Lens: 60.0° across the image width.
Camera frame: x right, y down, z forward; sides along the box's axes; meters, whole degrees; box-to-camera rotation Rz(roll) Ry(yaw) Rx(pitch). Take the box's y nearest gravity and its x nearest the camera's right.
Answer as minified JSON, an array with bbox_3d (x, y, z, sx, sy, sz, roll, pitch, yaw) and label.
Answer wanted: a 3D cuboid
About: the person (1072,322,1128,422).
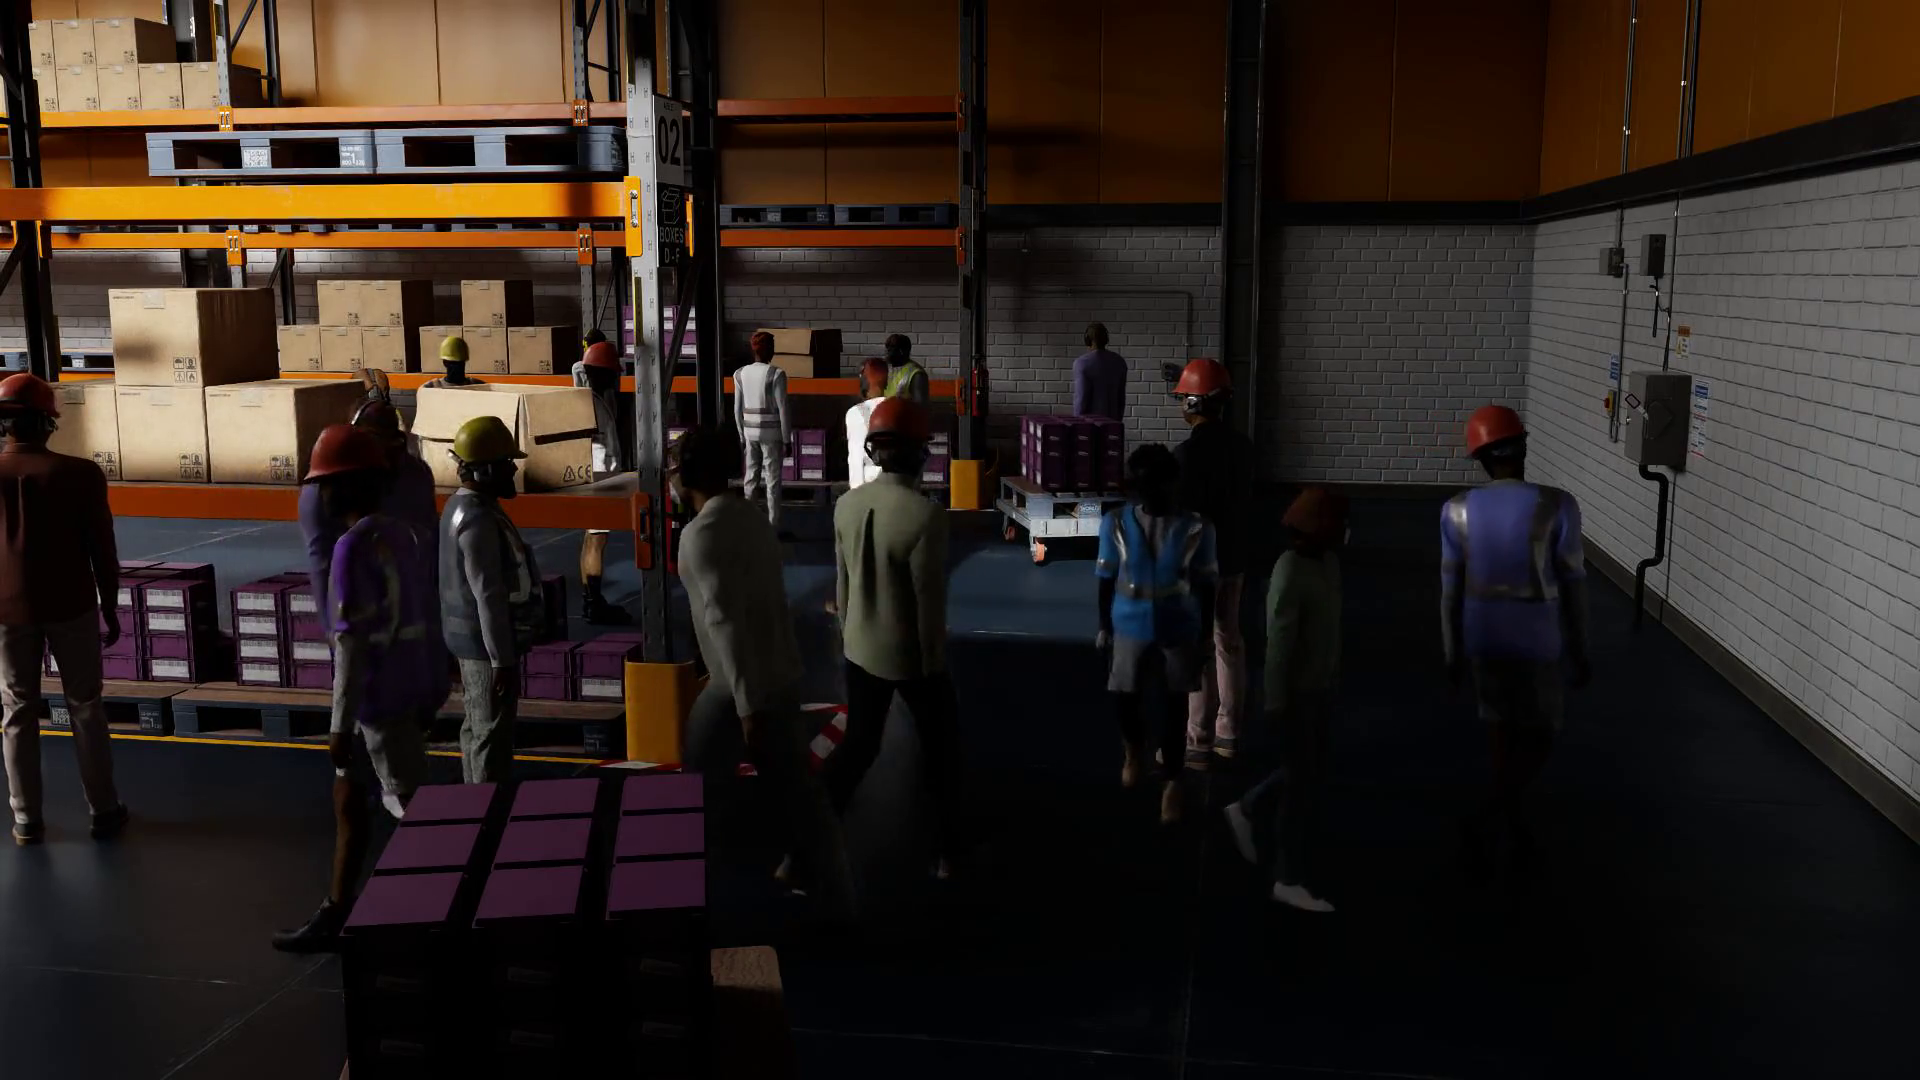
[{"bbox_3d":[1.314,-1.104,15.859,0.630,1.935,0.369,-7,11,-35],"label":"person"}]

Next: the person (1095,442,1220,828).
[{"bbox_3d":[0.865,0.397,7.308,0.547,1.679,0.430,2,9,12],"label":"person"}]

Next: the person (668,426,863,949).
[{"bbox_3d":[-0.811,0.538,5.908,1.014,1.859,0.658,3,10,16],"label":"person"}]

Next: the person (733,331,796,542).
[{"bbox_3d":[-1.742,-0.913,14.843,0.575,1.882,0.355,5,10,28],"label":"person"}]

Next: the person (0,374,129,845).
[{"bbox_3d":[-3.880,0.294,7.037,0.610,1.984,0.400,-3,10,-20],"label":"person"}]

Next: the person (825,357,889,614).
[{"bbox_3d":[-0.538,-0.333,11.396,0.593,1.841,0.989,-9,12,-43],"label":"person"}]

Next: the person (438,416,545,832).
[{"bbox_3d":[-1.899,0.410,6.781,0.404,1.833,0.589,-4,10,-24],"label":"person"}]

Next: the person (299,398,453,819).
[{"bbox_3d":[-2.528,0.310,7.290,0.502,1.873,0.700,8,12,39],"label":"person"}]

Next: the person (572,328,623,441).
[{"bbox_3d":[-3.564,-1.140,16.338,0.503,1.861,0.328,-6,11,-31],"label":"person"}]

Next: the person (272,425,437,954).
[{"bbox_3d":[-1.941,0.539,5.847,0.954,1.888,0.617,0,9,-2],"label":"person"}]

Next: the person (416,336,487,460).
[{"bbox_3d":[-3.894,-0.622,12.934,0.587,1.918,0.407,-5,11,-30],"label":"person"}]

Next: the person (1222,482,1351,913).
[{"bbox_3d":[1.253,0.577,6.436,0.566,1.622,0.591,7,12,38],"label":"person"}]

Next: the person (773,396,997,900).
[{"bbox_3d":[-0.306,0.423,6.379,0.997,1.952,0.611,-9,13,-44],"label":"person"}]

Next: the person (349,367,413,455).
[{"bbox_3d":[-3.542,-0.136,10.181,0.429,1.836,0.625,-4,10,-24],"label":"person"}]

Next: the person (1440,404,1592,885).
[{"bbox_3d":[2.129,0.424,6.527,0.604,1.884,0.795,7,12,39],"label":"person"}]

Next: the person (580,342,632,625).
[{"bbox_3d":[-2.467,-0.388,11.434,0.375,1.931,0.542,-3,10,-17],"label":"person"}]

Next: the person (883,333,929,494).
[{"bbox_3d":[-0.570,-0.986,15.420,0.430,1.845,0.619,-8,12,-40],"label":"person"}]

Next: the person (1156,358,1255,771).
[{"bbox_3d":[1.190,0.118,8.093,0.383,1.996,0.609,8,12,41],"label":"person"}]
